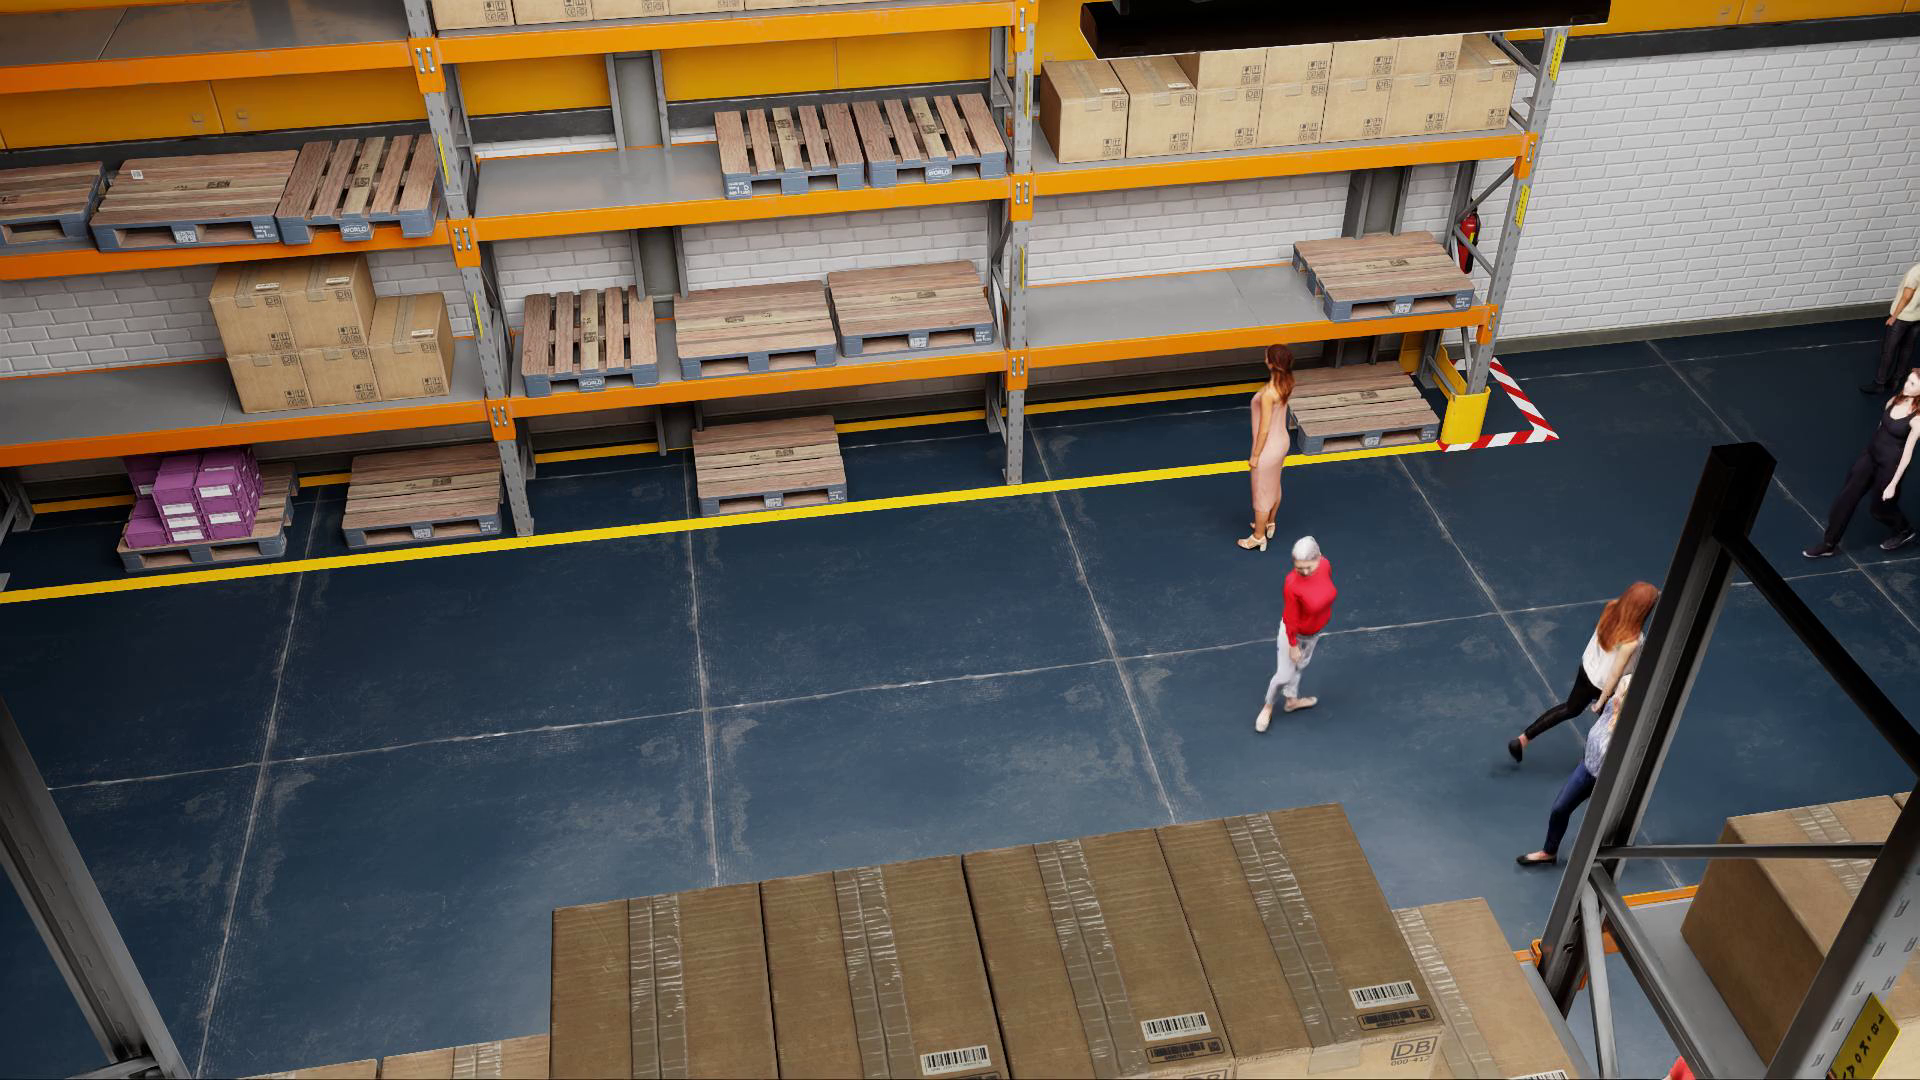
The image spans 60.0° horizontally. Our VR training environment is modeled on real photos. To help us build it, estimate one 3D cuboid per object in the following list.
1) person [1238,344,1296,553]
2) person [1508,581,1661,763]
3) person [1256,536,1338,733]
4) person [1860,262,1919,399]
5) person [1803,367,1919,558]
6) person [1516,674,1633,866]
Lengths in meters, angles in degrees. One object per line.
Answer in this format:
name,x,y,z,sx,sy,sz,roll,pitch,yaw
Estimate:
person,2.374,-0.704,12.696,0.719,1.832,0.656,24,45,27
person,4.077,0.915,10.780,1.025,1.692,0.602,-5,39,-6
person,2.326,0.576,11.223,0.856,1.668,0.706,24,44,27
person,8.255,-1.962,14.466,0.468,1.587,0.686,-13,40,-15
person,7.094,-0.555,12.604,1.116,1.713,0.617,-8,39,-10
person,4.004,1.448,10.104,0.767,1.703,0.607,-8,39,-10
